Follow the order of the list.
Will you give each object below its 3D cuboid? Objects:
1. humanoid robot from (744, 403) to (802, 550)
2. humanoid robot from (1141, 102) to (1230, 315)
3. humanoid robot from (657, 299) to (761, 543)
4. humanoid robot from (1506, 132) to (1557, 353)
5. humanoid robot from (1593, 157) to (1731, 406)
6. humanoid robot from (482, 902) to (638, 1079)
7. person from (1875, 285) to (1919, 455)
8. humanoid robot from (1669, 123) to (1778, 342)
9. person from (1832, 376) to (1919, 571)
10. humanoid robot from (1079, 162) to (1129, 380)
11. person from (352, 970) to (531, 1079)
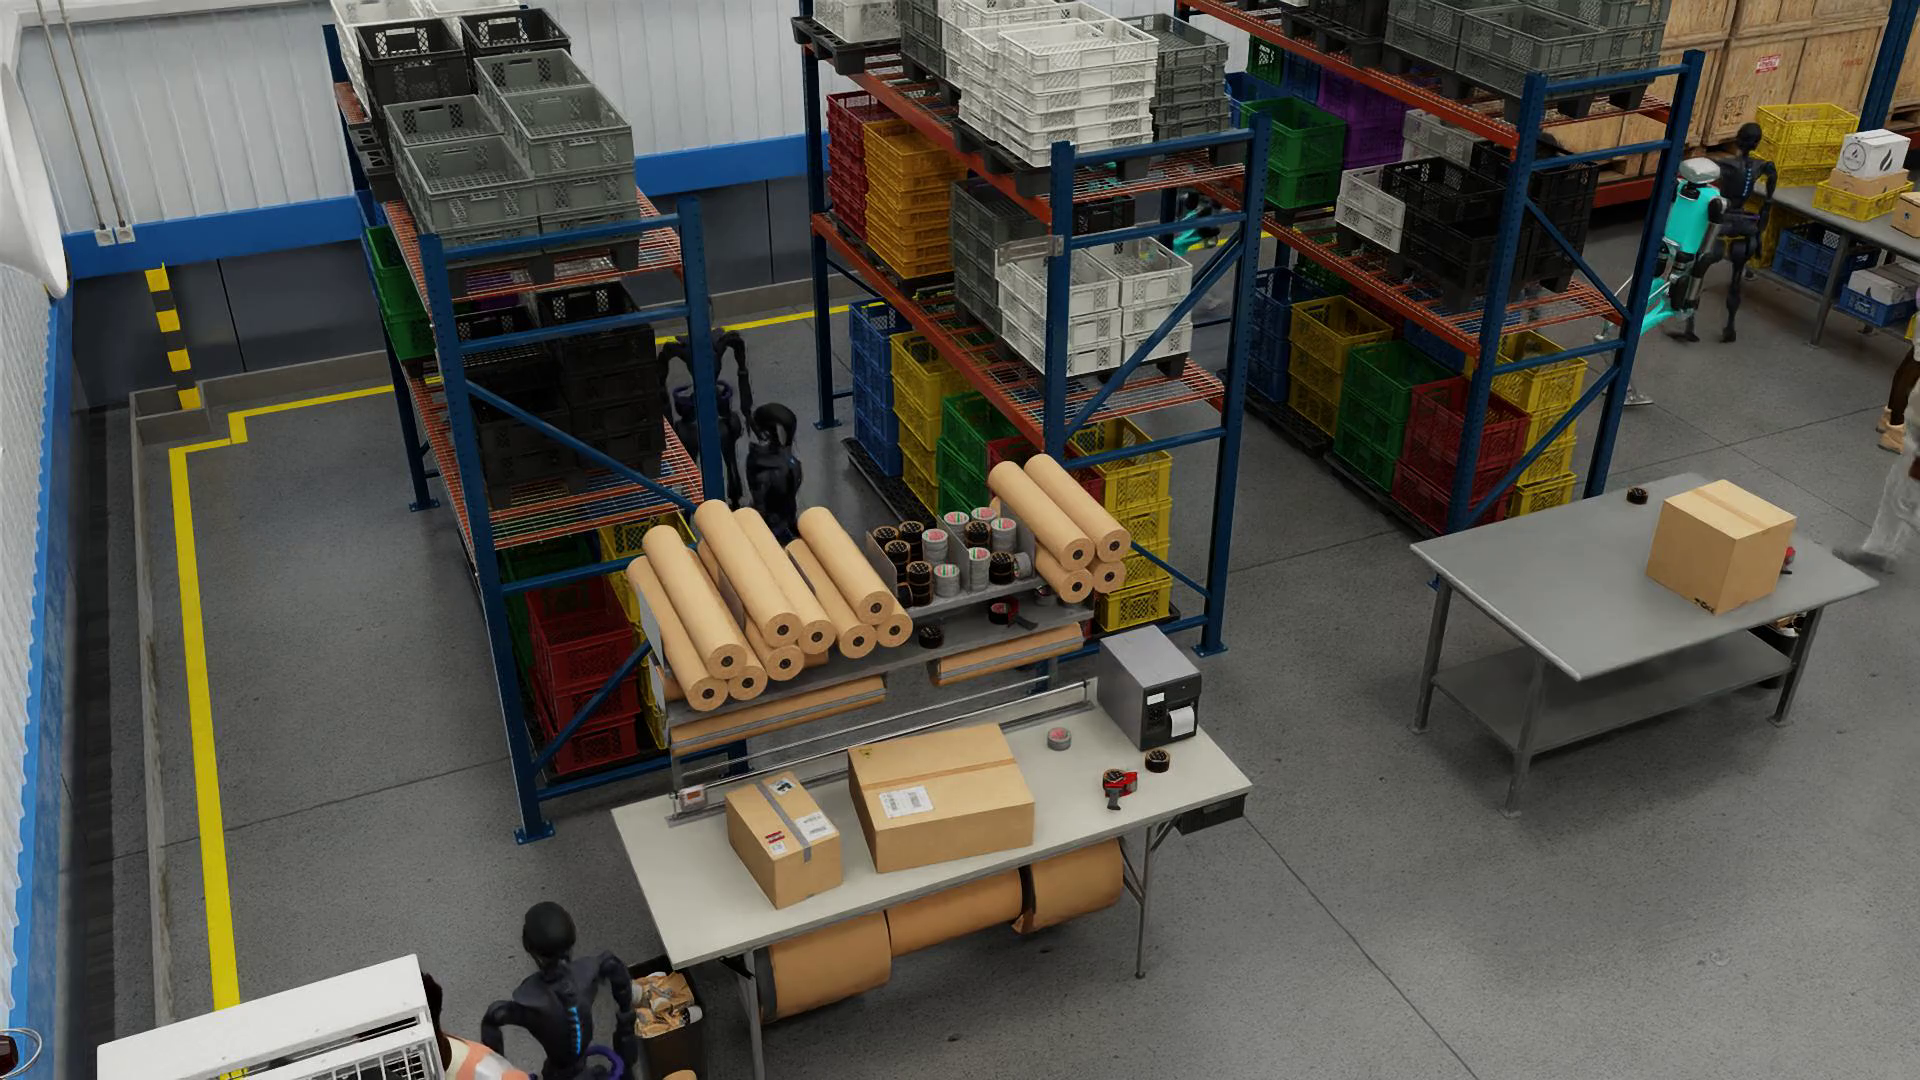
[{"bbox_3d":[-0.987,0.010,8.608,0.381,1.642,0.598,4,32,7],"label":"humanoid robot"},{"bbox_3d":[1.636,-2.387,12.476,1.015,1.749,0.532,-10,33,-16],"label":"humanoid robot"},{"bbox_3d":[-1.499,-0.720,9.813,0.616,1.641,0.419,-14,34,-22],"label":"humanoid robot"},{"bbox_3d":[4.135,-2.159,12.153,0.616,1.628,0.612,16,35,24],"label":"humanoid robot"},{"bbox_3d":[4.659,-1.719,11.273,0.739,1.696,0.532,-10,33,-16],"label":"humanoid robot"},{"bbox_3d":[-1.357,1.878,5.590,0.617,1.634,0.649,-23,38,-32],"label":"humanoid robot"},{"bbox_3d":[6.388,-1.523,10.754,0.387,2.045,0.605,15,35,23],"label":"person"},{"bbox_3d":[5.679,-2.252,12.278,0.584,1.635,0.392,1,32,1],"label":"humanoid robot"},{"bbox_3d":[5.552,-0.566,9.319,0.725,1.923,0.600,23,38,32],"label":"person"},{"bbox_3d":[0.989,-1.840,11.618,0.559,1.857,0.660,-8,33,-13],"label":"humanoid robot"},{"bbox_3d":[-1.539,2.021,5.078,0.600,1.958,0.381,10,33,16],"label":"person"}]
